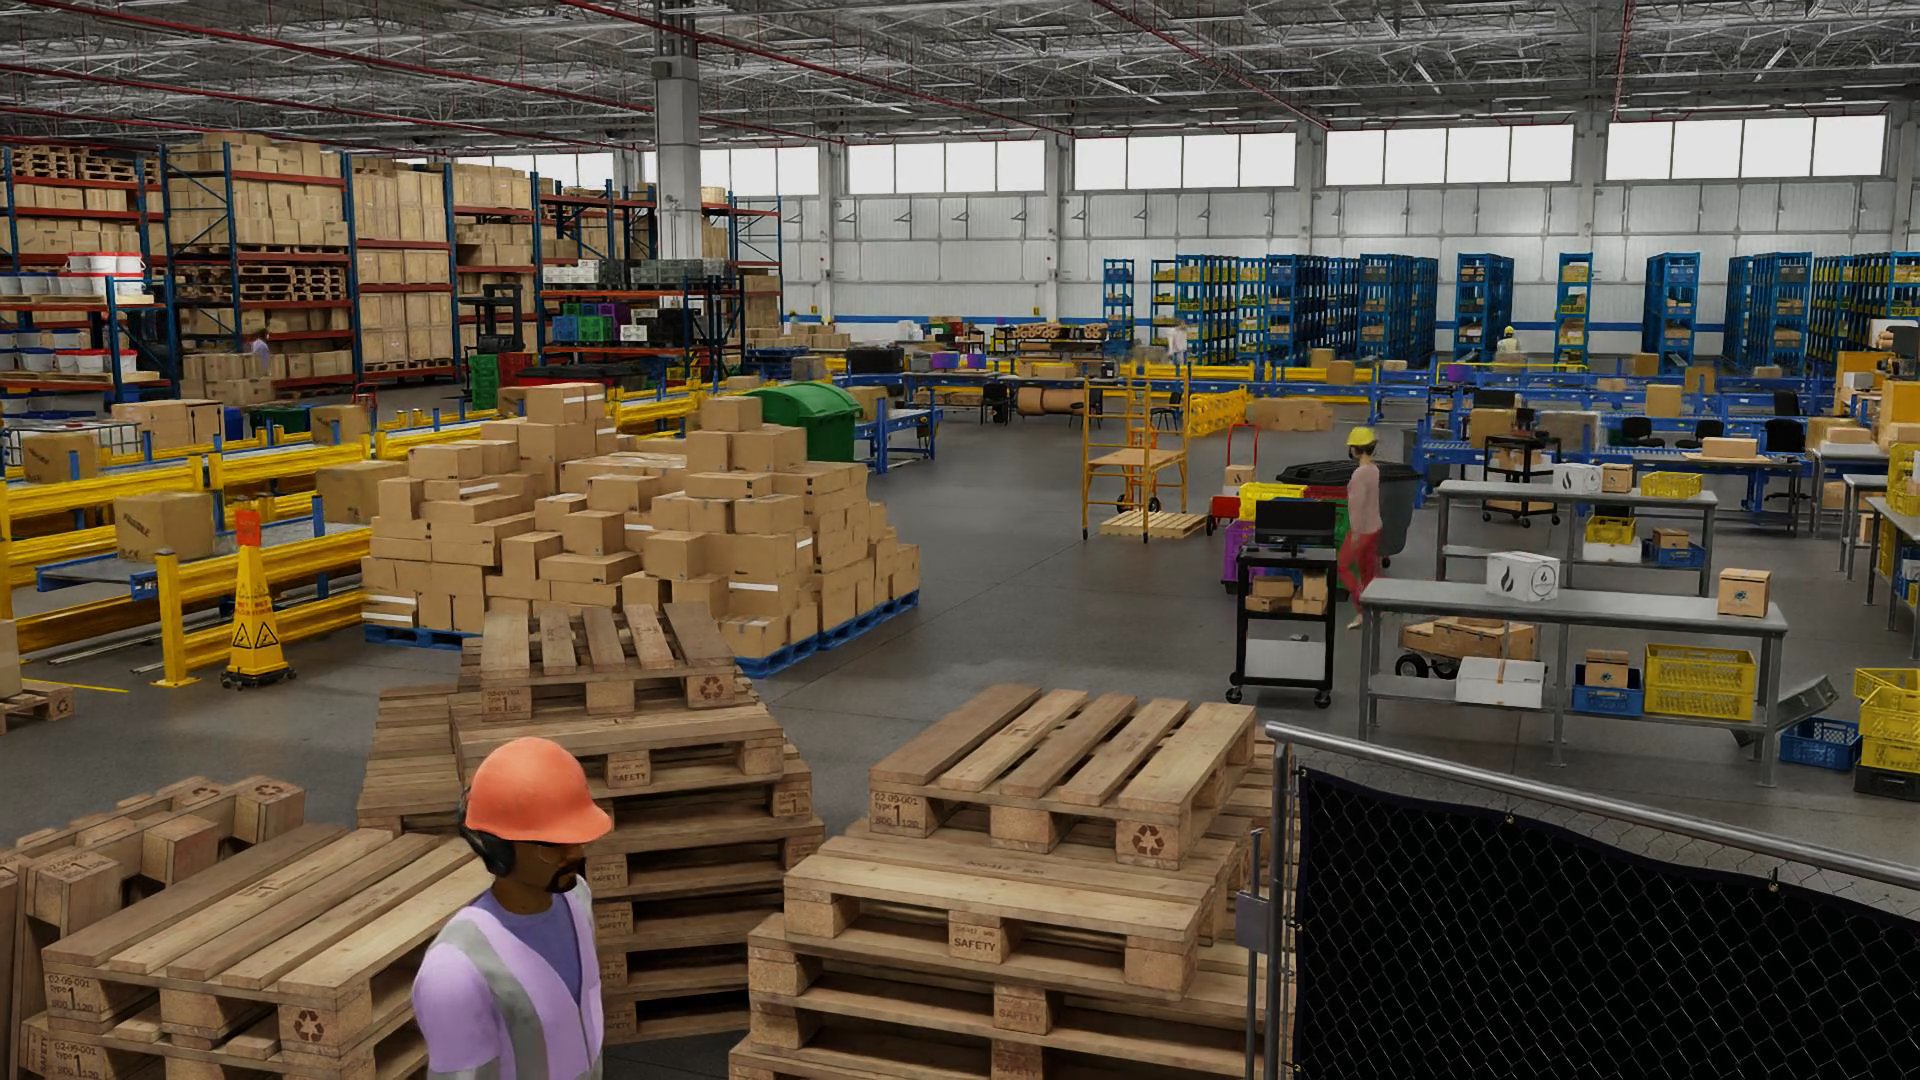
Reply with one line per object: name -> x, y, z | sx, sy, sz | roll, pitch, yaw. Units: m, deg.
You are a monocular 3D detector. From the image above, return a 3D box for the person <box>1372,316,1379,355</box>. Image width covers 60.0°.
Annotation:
person -> 13.134, -6.329, 52.652 | 0.406, 1.987, 0.608 | 3, 10, 20

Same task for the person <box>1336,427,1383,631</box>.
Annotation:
person -> 3.410, -0.083, 14.138 | 0.397, 1.751, 0.545 | 5, 11, 31

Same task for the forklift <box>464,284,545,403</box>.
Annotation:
forklift -> -10.832, -4.702, 39.610 | 1.129, 2.768, 1.873 | 3, 10, 20

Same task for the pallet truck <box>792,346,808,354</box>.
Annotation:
pallet truck -> -3.705, -4.298, 42.022 | 0.653, 1.274, 1.630 | 3, 10, 20

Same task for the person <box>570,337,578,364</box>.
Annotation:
person -> -9.938, -4.562, 42.768 | 0.515, 1.582, 0.847 | 8, 12, 41

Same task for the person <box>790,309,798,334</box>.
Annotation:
person -> -6.473, -8.249, 65.523 | 0.659, 1.711, 0.495 | 4, 10, 25

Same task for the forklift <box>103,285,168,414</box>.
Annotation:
forklift -> -17.528, -4.119, 35.951 | 1.873, 2.768, 1.129 | 3, 10, 20

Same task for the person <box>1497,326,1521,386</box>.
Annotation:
person -> 12.970, -4.145, 39.387 | 0.586, 1.835, 0.403 | 0, 9, 1

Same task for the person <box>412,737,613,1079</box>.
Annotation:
person -> -0.933, 1.431, 3.724 | 0.390, 2.040, 0.614 | 2, 9, 12

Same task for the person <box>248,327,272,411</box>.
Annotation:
person -> -15.255, -3.673, 36.185 | 0.639, 1.923, 0.632 | -6, 11, -31

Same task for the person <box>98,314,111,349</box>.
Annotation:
person -> -24.867, -5.627, 48.437 | 0.557, 1.924, 0.495 | 5, 10, 27

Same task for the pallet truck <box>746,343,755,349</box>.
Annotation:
pallet truck -> -6.183, -4.618, 44.264 | 1.601, 1.201, 0.680 | -9, 12, -43

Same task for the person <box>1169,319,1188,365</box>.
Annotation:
person -> 5.956, -5.107, 45.434 | 0.695, 1.842, 1.037 | -5, 11, -31
